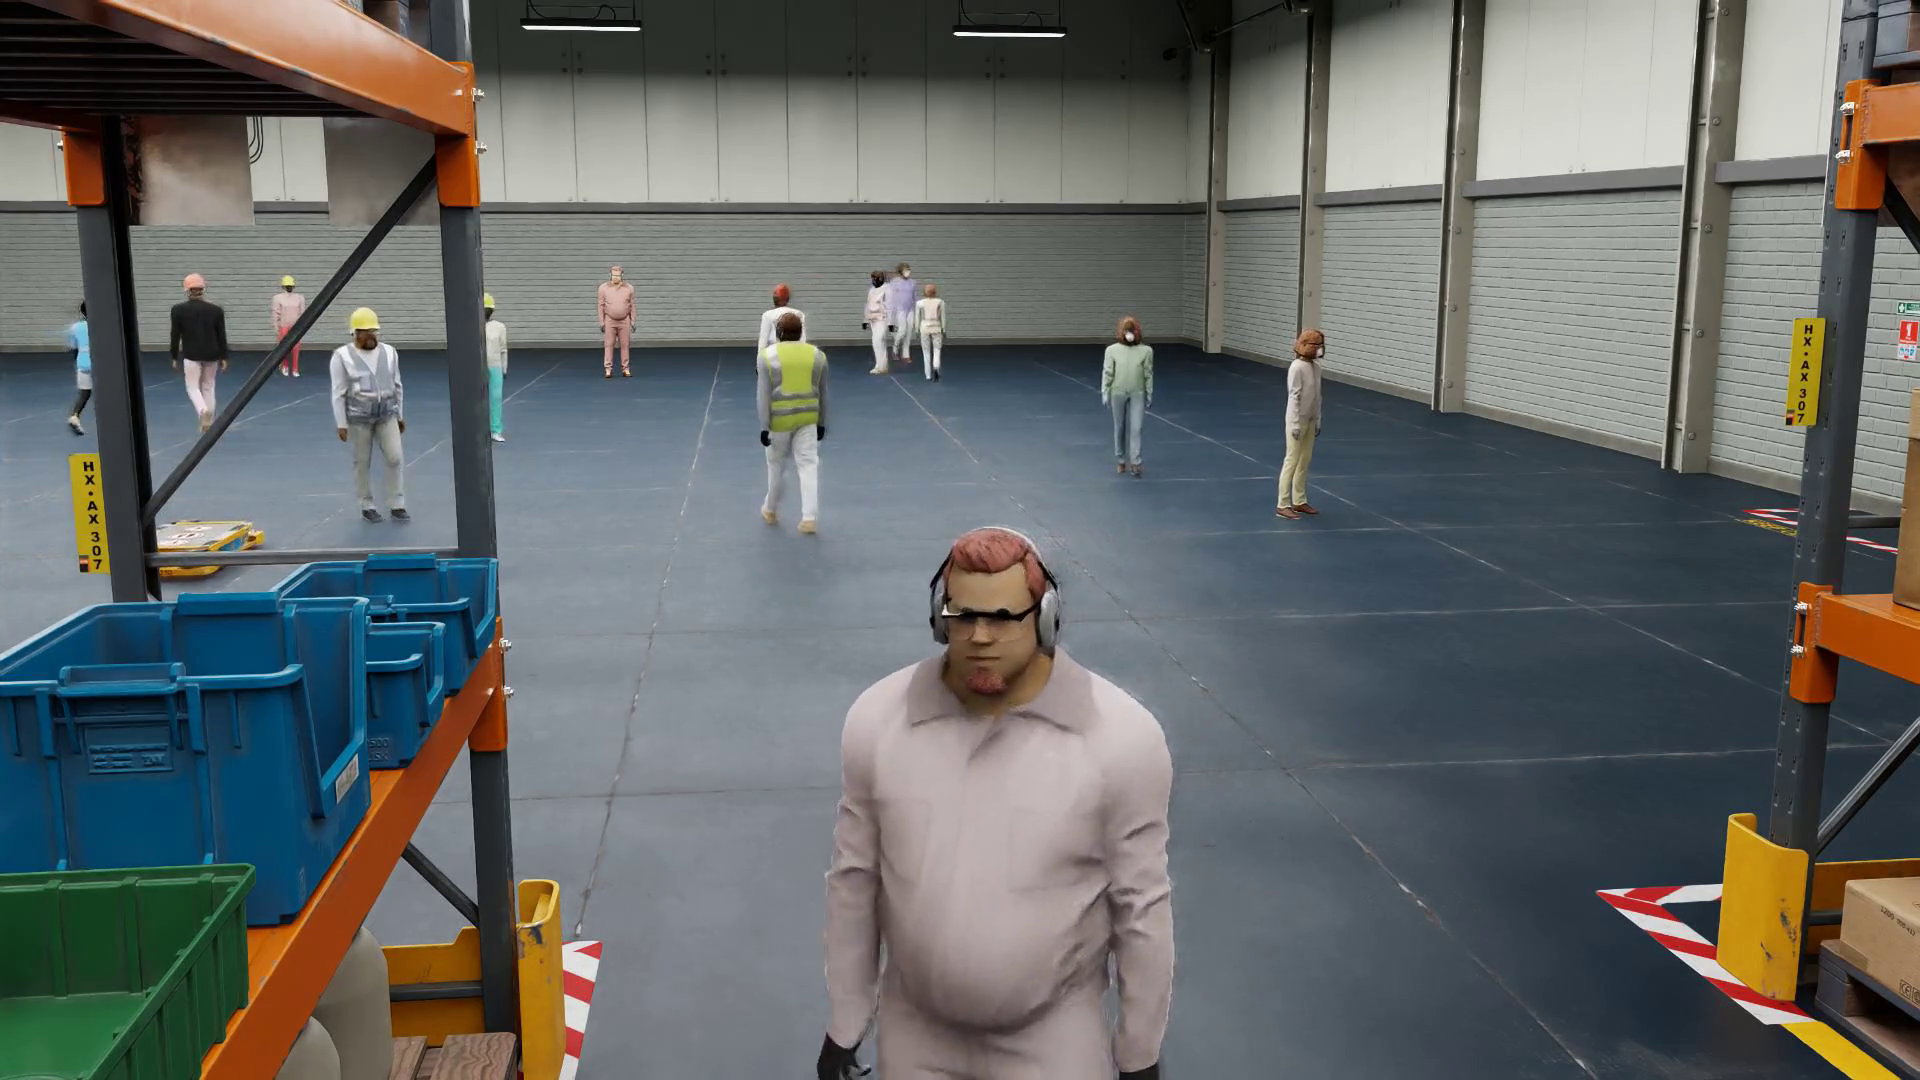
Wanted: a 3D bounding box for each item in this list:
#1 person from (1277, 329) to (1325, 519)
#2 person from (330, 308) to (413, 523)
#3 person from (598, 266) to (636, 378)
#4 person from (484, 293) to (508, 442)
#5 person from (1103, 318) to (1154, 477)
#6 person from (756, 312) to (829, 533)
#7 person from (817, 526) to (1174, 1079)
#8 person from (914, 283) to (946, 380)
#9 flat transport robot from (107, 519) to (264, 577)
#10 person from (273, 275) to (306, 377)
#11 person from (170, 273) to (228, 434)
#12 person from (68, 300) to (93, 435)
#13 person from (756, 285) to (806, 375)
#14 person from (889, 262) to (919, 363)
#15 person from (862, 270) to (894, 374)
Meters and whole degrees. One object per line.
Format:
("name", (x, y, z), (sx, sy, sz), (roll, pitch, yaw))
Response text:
("person", (2.952, -0.998, 14.291), (0.294, 1.624, 0.501), (9, 13, 39))
("person", (-4.883, -1.020, 13.881), (0.628, 1.809, 0.715), (-9, 13, -39))
("person", (-5.874, -3.731, 28.517), (0.637, 1.901, 0.403), (-4, 11, -20))
("person", (-5.627, -2.054, 19.720), (0.531, 1.744, 0.721), (-6, 12, -28))
("person", (1.693, -1.429, 16.744), (0.508, 1.588, 0.874), (1, 10, 5))
("person", (-1.385, -0.975, 13.711), (0.646, 1.790, 0.980), (-5, 11, -23))
("person", (0.069, 0.896, 3.174), (0.670, 1.891, 0.672), (3, 11, 17))
("person", (-0.503, -3.498, 27.972), (0.536, 1.624, 0.366), (-1, 10, -4))
("flat transport robot", (-5.686, 0.047, 12.269), (0.652, 0.197, 1.431), (-1, 10, -6))
("person", (-11.510, -3.673, 28.628), (0.519, 1.745, 0.431), (-8, 13, -36))
("person", (-9.122, -2.212, 20.006), (0.634, 1.963, 0.795), (-7, 13, -35))
("person", (-10.604, -2.116, 20.293), (0.534, 1.667, 0.779), (1, 10, 7))
("person", (-2.136, -2.169, 20.167), (0.596, 1.836, 1.004), (-8, 13, -37))
("person", (-1.048, -4.337, 31.783), (0.628, 1.926, 0.425), (-9, 13, -40))
("person", (-1.489, -3.827, 29.275), (0.641, 1.822, 0.623), (-6, 12, -31))
